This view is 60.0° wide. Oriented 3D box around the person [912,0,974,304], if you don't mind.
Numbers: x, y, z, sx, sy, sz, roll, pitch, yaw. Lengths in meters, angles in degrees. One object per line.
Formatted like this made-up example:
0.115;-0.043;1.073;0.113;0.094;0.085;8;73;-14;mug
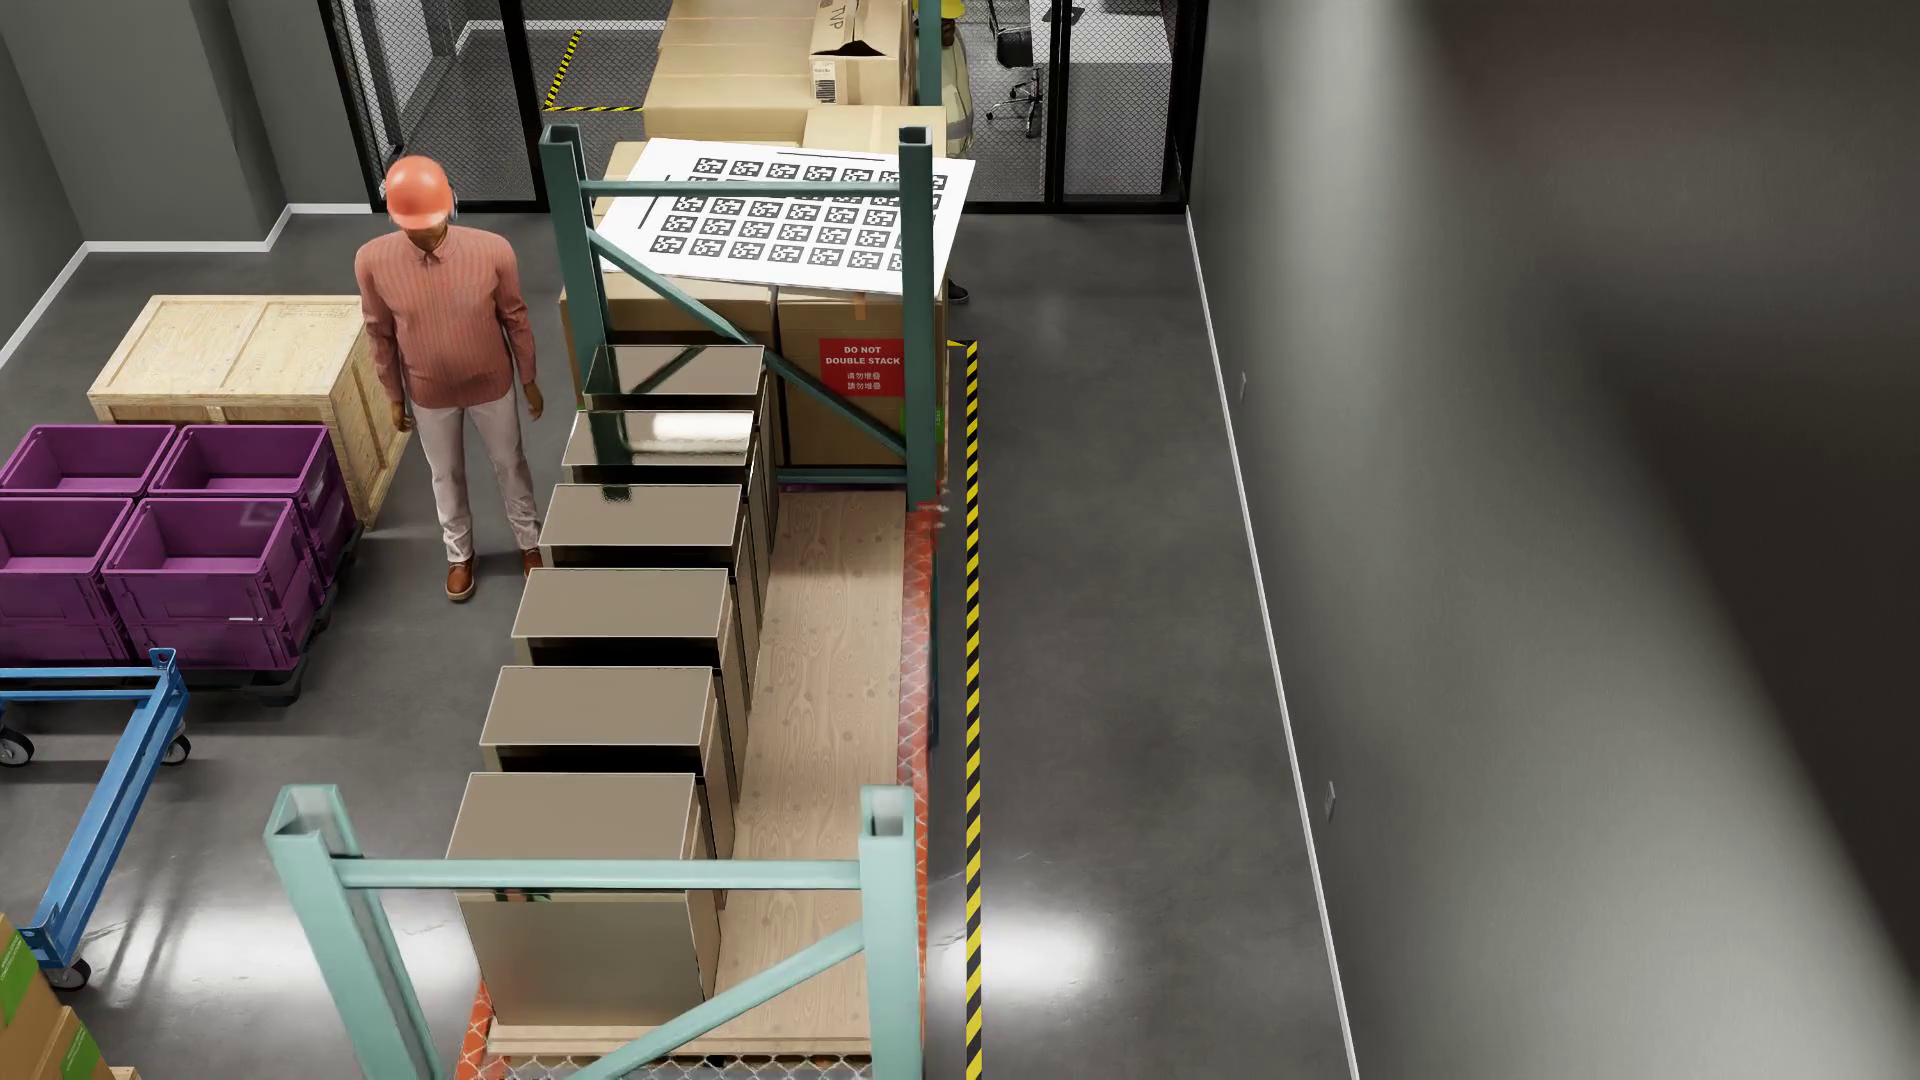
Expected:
-0.136;-1.903;8.140;0.403;1.830;0.599;20;45;22;person

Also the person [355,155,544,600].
-1.963;-0.611;6.544;0.610;1.993;0.392;-8;42;-9;person
